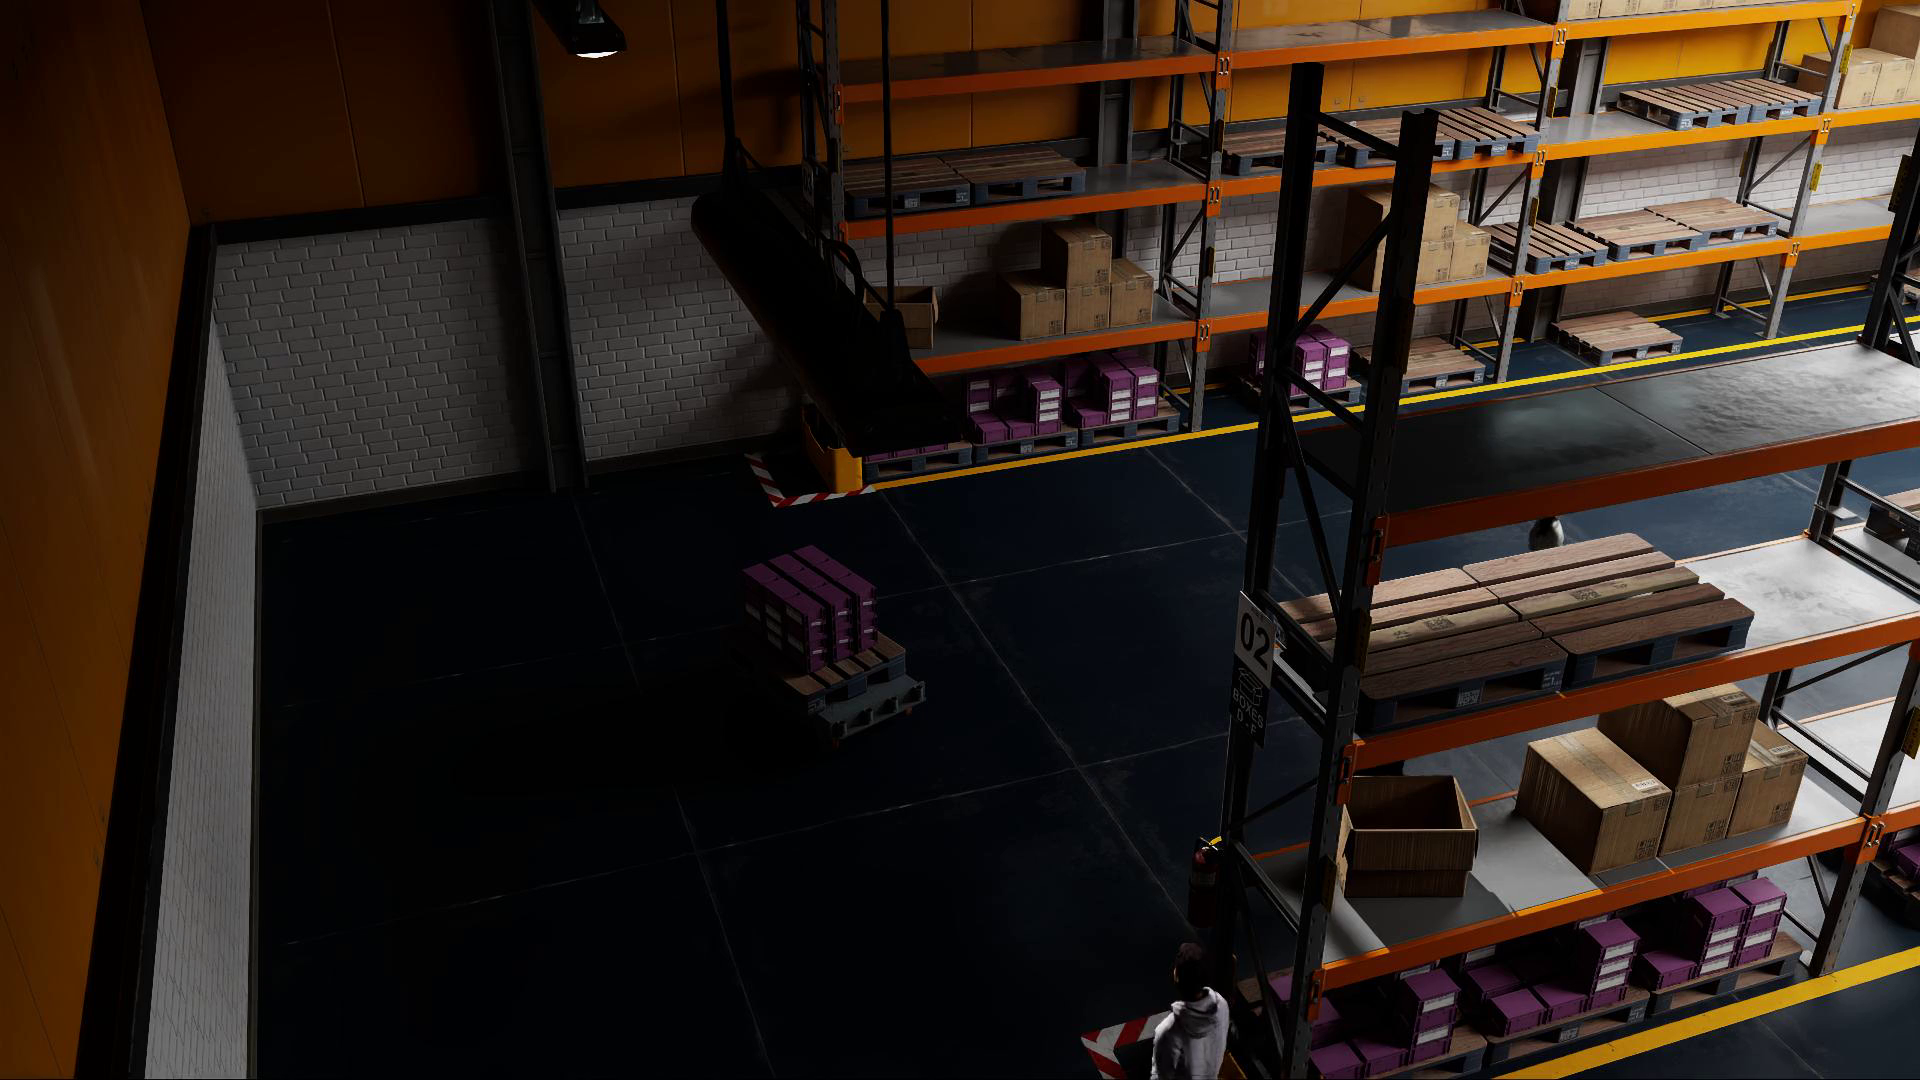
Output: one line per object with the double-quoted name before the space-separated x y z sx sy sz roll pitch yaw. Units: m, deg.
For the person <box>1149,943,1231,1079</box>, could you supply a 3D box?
"person" 1.269 2.991 8.691 1.105 1.887 1.260 24 37 37
